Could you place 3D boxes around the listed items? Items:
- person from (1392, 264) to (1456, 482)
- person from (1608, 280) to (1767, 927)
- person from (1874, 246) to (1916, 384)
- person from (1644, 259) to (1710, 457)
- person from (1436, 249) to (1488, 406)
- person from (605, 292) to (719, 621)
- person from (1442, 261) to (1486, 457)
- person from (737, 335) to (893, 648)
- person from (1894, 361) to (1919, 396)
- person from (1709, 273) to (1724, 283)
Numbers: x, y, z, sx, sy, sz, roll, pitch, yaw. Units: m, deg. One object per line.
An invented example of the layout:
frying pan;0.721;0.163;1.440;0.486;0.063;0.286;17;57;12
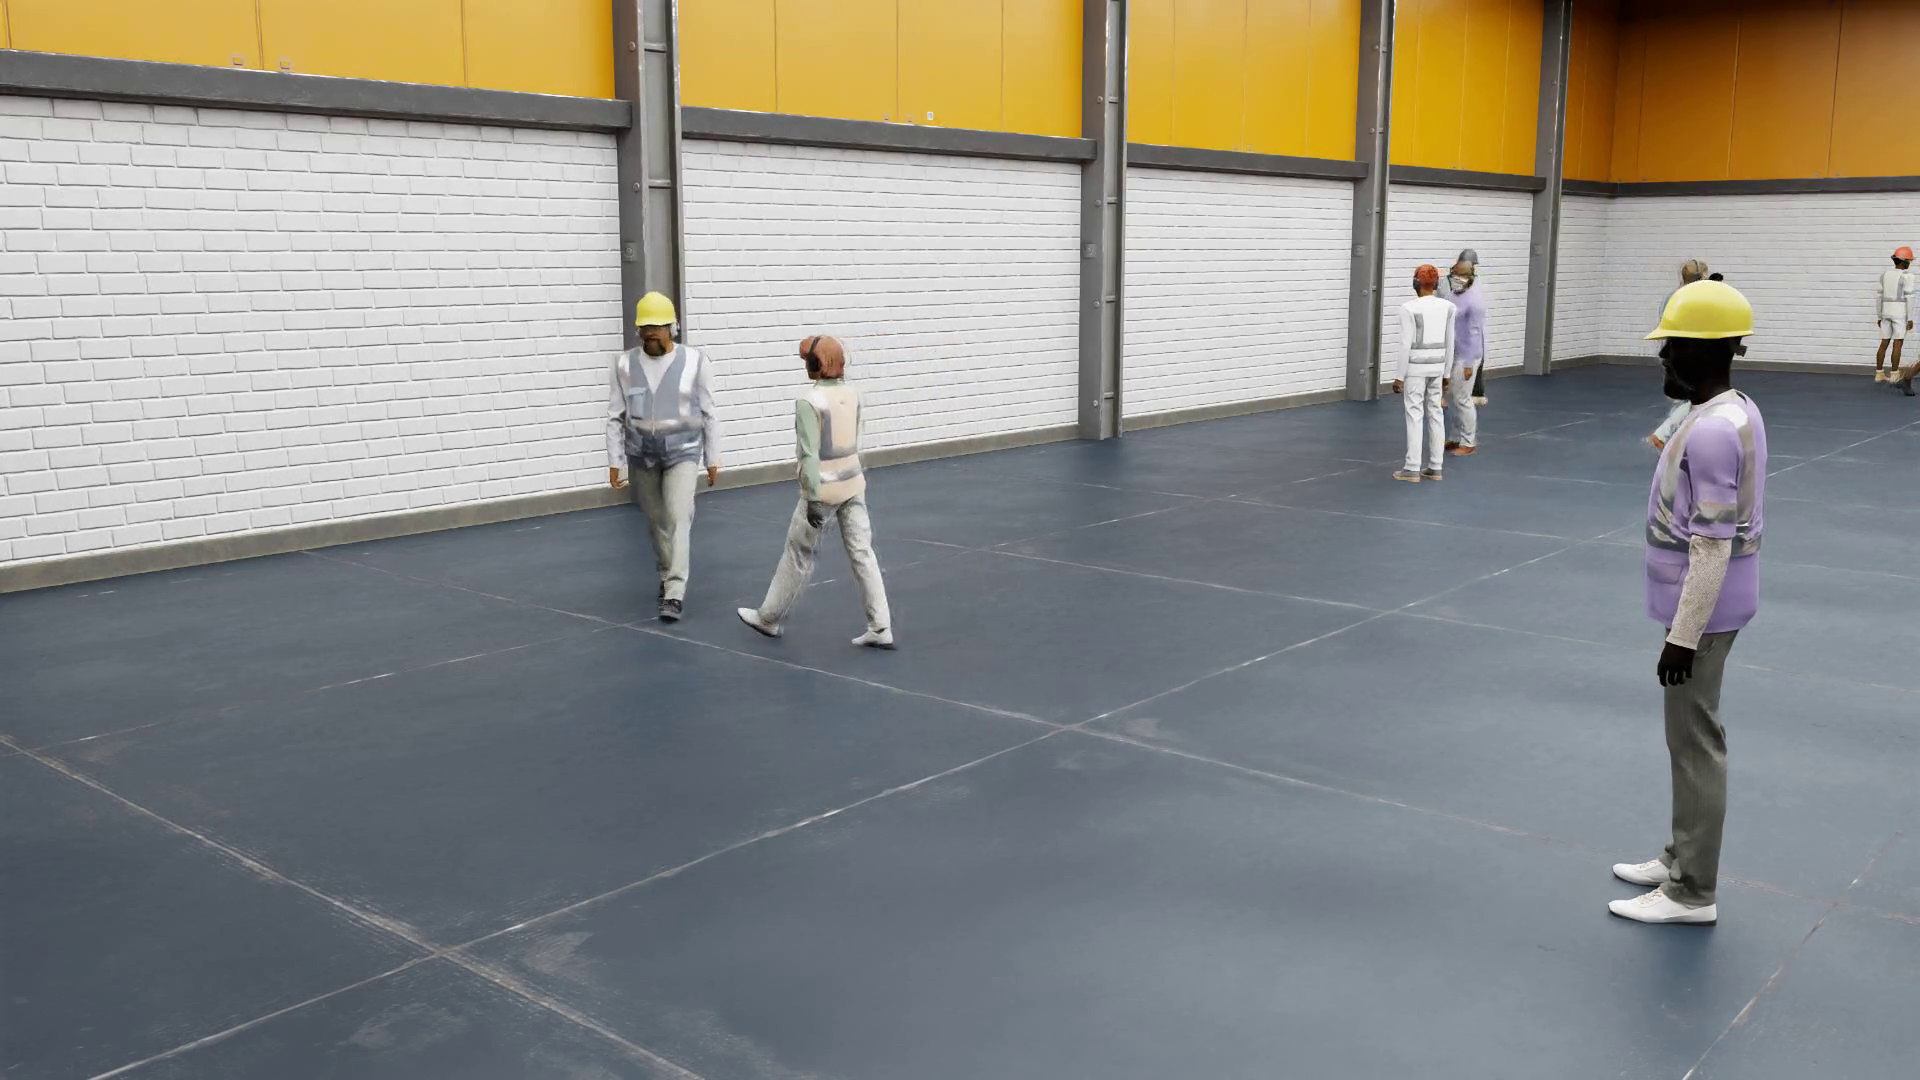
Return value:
person;4.026;-1.445;14.453;0.583;1.882;0.337;-4;11;-22
person;2.190;0.196;4.989;0.369;1.927;0.587;5;11;24
person;13.999;-3.351;24.852;0.378;2.041;0.616;-3;10;-18
person;6.702;-1.631;15.409;0.482;1.920;0.646;1;10;5
person;6.506;-2.745;21.408;0.694;2.000;0.795;9;13;42
person;-1.660;-0.474;9.228;0.595;1.784;0.904;1;10;7
person;4.875;-1.749;16.151;0.478;1.896;0.683;-2;10;-12
person;-0.715;-0.245;8.469;0.892;1.583;0.524;7;12;35
person;13.297;-2.875;22.588;0.957;1.901;0.557;5;11;26
person;11.353;-3.211;25.179;0.538;1.656;0.884;-1;10;-8
